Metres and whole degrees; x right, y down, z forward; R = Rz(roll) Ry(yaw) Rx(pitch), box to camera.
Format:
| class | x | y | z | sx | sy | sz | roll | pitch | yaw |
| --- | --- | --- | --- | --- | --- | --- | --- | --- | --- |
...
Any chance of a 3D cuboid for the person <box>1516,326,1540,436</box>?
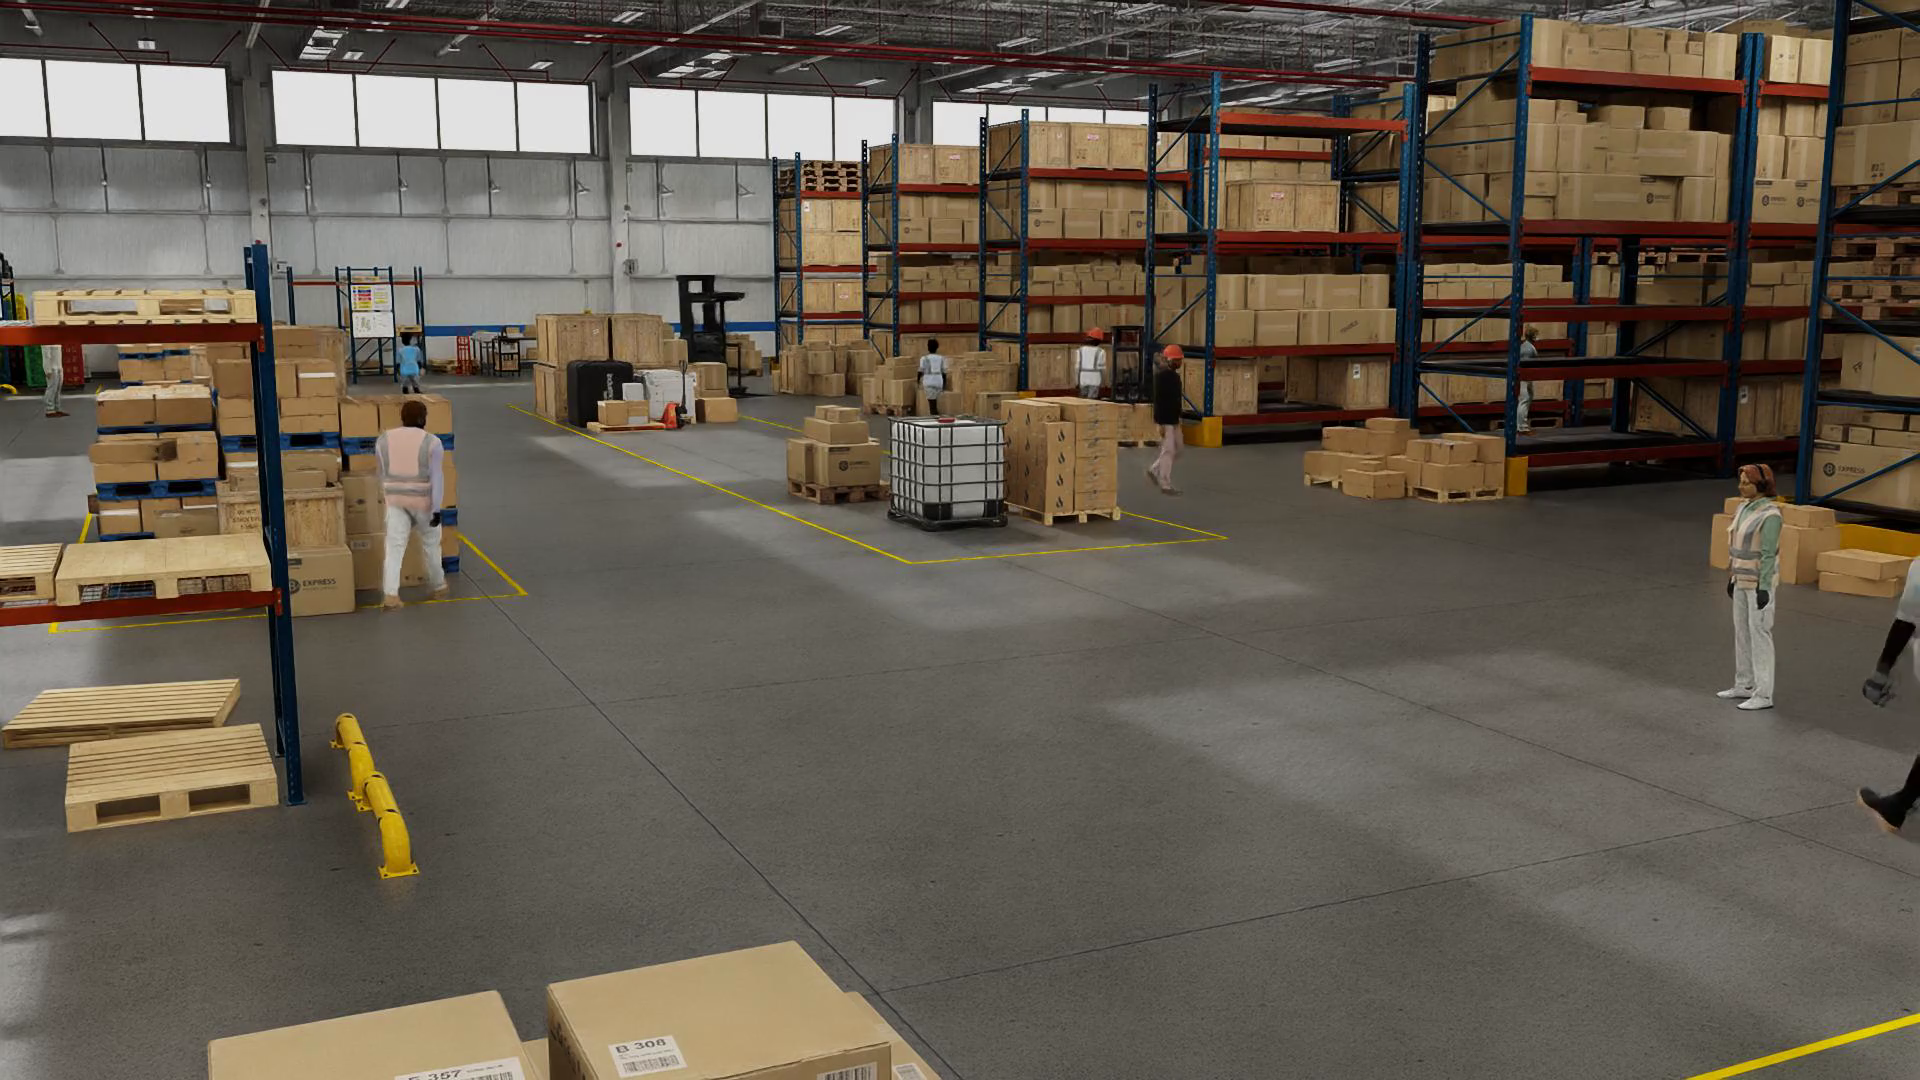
| class | x | y | z | sx | sy | sz | roll | pitch | yaw |
| --- | --- | --- | --- | --- | --- | --- | --- | --- | --- |
| person | 10.015 | -2.792 | 29.324 | 0.366 | 1.939 | 0.635 | 2 | 9 | 13 |

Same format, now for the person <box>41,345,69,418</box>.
| class | x | y | z | sx | sy | sz | roll | pitch | yaw |
| --- | --- | --- | --- | --- | --- | --- | --- | --- | --- |
| person | -18.030 | -3.387 | 33.073 | 0.362 | 1.929 | 0.629 | -1 | 9 | -8 |

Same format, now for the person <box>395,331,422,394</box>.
| class | x | y | z | sx | sy | sz | roll | pitch | yaw |
| --- | --- | --- | --- | --- | --- | --- | --- | --- | --- |
| person | -11.211 | -3.400 | 33.837 | 0.547 | 1.687 | 0.478 | -6 | 11 | -34 |

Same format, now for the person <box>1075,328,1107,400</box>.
| class | x | y | z | sx | sy | sz | roll | pitch | yaw |
| --- | --- | --- | --- | --- | --- | --- | --- | --- | --- |
| person | 2.374 | -2.792 | 29.417 | 0.551 | 1.899 | 0.793 | 6 | 11 | 34 |

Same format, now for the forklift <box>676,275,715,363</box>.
| class | x | y | z | sx | sy | sz | roll | pitch | yaw |
| --- | --- | --- | --- | --- | --- | --- | --- | --- | --- |
| forklift | -6.039 | -4.683 | 38.139 | 1.873 | 2.768 | 1.129 | 7 | 11 | 35 |

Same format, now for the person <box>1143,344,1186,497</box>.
| class | x | y | z | sx | sy | sz | roll | pitch | yaw |
| --- | --- | --- | --- | --- | --- | --- | --- | --- | --- |
| person | 2.653 | -1.541 | 21.461 | 0.531 | 1.979 | 0.616 | 6 | 11 | 32 |

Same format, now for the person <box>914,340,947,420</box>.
| class | x | y | z | sx | sy | sz | roll | pitch | yaw |
| --- | --- | --- | --- | --- | --- | --- | --- | --- | --- |
| person | -0.529 | -2.841 | 30.516 | 0.548 | 1.641 | 0.888 | -6 | 11 | -32 |

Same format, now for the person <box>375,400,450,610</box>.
| class | x | y | z | sx | sy | sz | roll | pitch | yaw |
| --- | --- | --- | --- | --- | --- | --- | --- | --- | --- |
| person | -4.754 | -0.308 | 14.392 | 0.618 | 1.797 | 0.966 | 0 | 9 | 3 |

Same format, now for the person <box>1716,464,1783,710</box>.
| class | x | y | z | sx | sy | sz | roll | pitch | yaw |
| --- | --- | --- | --- | --- | --- | --- | --- | --- | --- |
| person | 5.272 | 0.303 | 11.072 | 0.311 | 1.632 | 0.514 | 0 | 9 | 2 |

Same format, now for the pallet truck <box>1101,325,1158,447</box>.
| class | x | y | z | sx | sy | sz | roll | pitch | yaw |
| --- | --- | --- | --- | --- | --- | --- | --- | --- | --- |
| pallet truck | 2.881 | -2.596 | 27.923 | 0.823 | 1.965 | 1.885 | -1 | 9 | -7 |

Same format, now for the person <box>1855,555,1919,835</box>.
| class | x | y | z | sx | sy | sz | roll | pitch | yaw |
| --- | --- | --- | --- | --- | --- | --- | --- | --- | --- |
| person | 4.810 | 0.629 | 8.158 | 0.630 | 1.911 | 0.992 | -3 | 10 | -16 |
